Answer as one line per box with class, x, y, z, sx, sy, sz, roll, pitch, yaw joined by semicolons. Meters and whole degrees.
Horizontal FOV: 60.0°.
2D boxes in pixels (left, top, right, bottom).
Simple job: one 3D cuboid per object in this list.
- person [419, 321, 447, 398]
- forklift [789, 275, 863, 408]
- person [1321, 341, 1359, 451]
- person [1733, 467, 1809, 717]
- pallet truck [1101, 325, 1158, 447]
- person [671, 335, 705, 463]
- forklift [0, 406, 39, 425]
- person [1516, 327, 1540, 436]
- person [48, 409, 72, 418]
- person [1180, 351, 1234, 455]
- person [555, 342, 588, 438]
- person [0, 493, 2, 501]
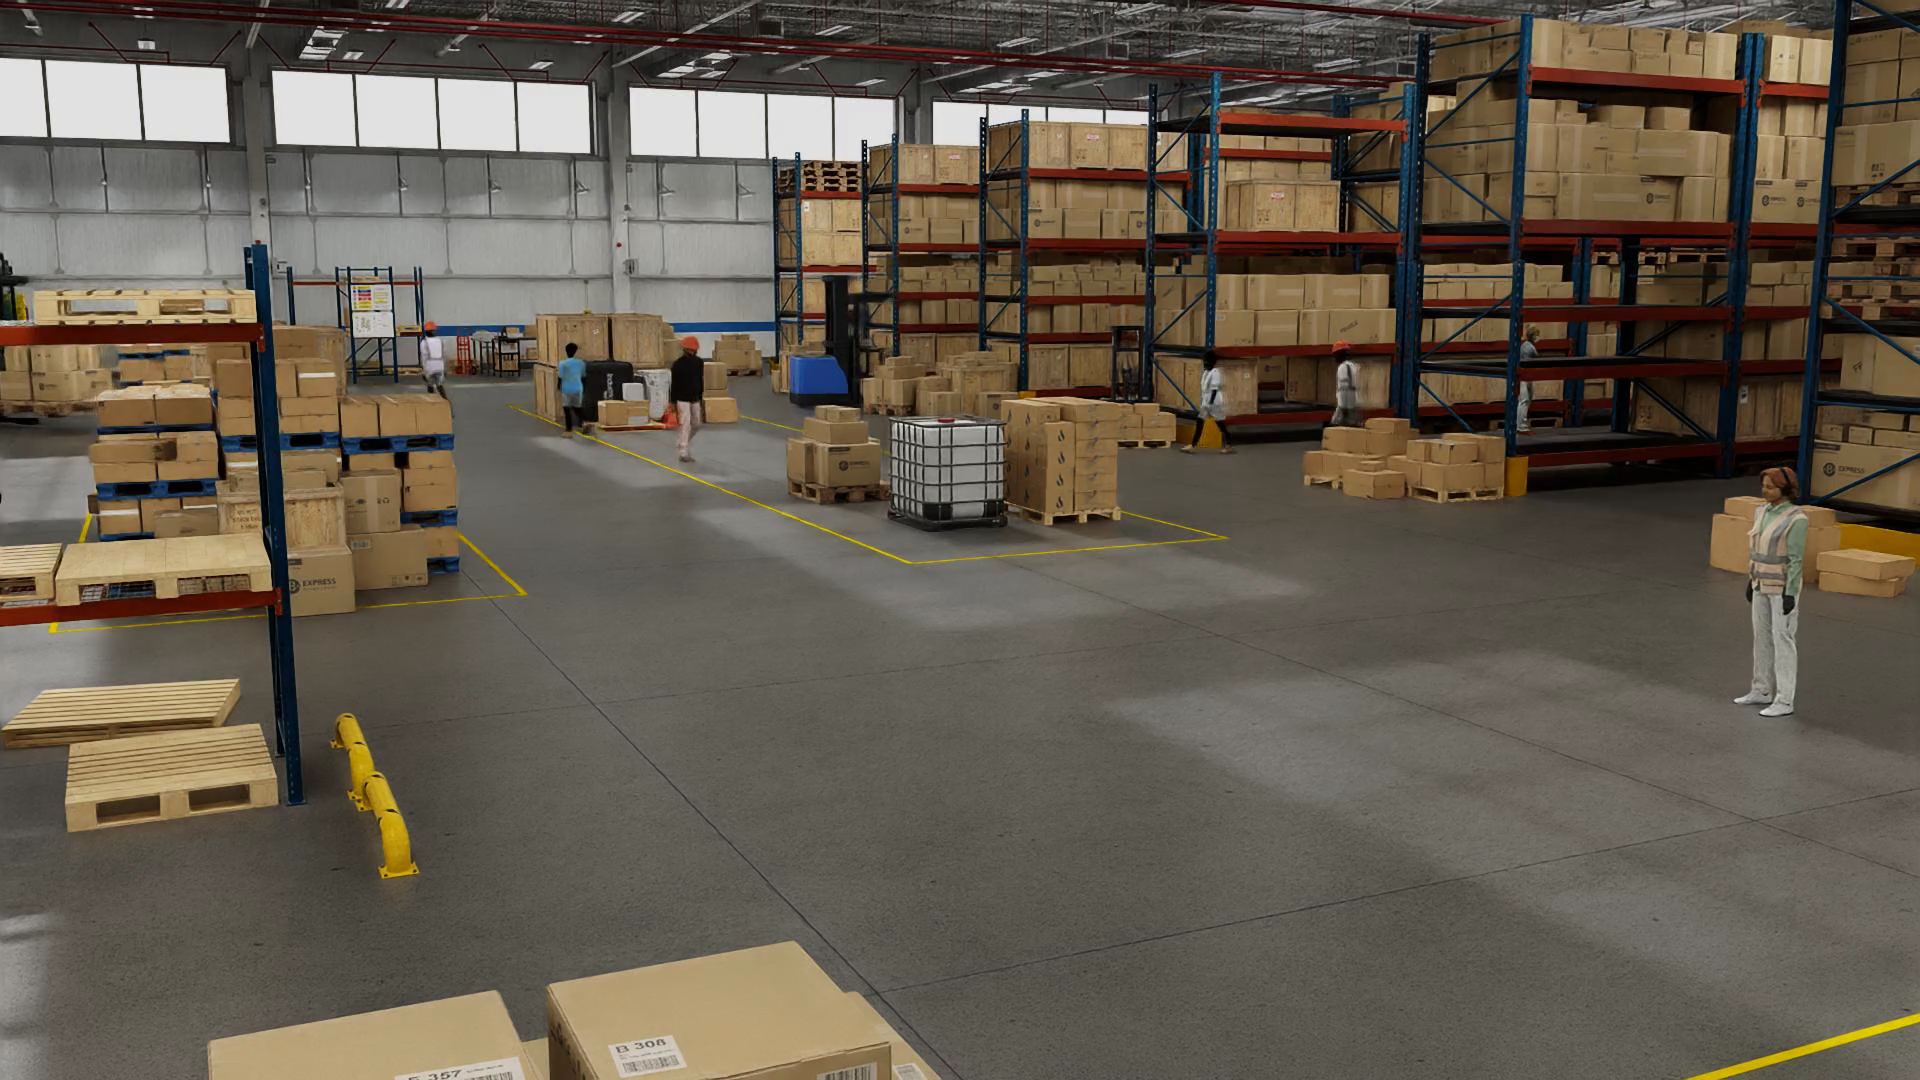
person;-10.480;-3.408;33.181;0.563;1.926;0.545;-8;12;-40
forklift;-2.662;-4.273;35.599;1.873;2.768;1.129;-3;10;-19
person;5.687;-2.019;24.745;0.991;1.861;0.609;6;11;33
person;5.334;0.330;10.901;0.311;1.632;0.518;-1;9;-6
pallet truck;2.881;-2.596;27.923;0.823;1.965;1.885;-1;9;-7
person;-4.116;-2.132;25.167;0.621;1.958;0.640;7;11;37
forklift;-18.307;-3.479;30.670;1.873;2.768;1.129;3;10;17
person;10.016;-2.791;29.338;0.371;1.934;0.627;2;9;14
person;-17.994;-3.389;33.086;0.362;1.929;0.628;-1;9;-7
person;3.953;-2.160;26.294;0.874;1.651;0.538;-3;10;-18
person;-6.715;-2.596;28.892;0.416;1.672;0.551;8;12;41
person;-9.097;-0.457;15.184;0.445;1.824;0.647;8;12;41
